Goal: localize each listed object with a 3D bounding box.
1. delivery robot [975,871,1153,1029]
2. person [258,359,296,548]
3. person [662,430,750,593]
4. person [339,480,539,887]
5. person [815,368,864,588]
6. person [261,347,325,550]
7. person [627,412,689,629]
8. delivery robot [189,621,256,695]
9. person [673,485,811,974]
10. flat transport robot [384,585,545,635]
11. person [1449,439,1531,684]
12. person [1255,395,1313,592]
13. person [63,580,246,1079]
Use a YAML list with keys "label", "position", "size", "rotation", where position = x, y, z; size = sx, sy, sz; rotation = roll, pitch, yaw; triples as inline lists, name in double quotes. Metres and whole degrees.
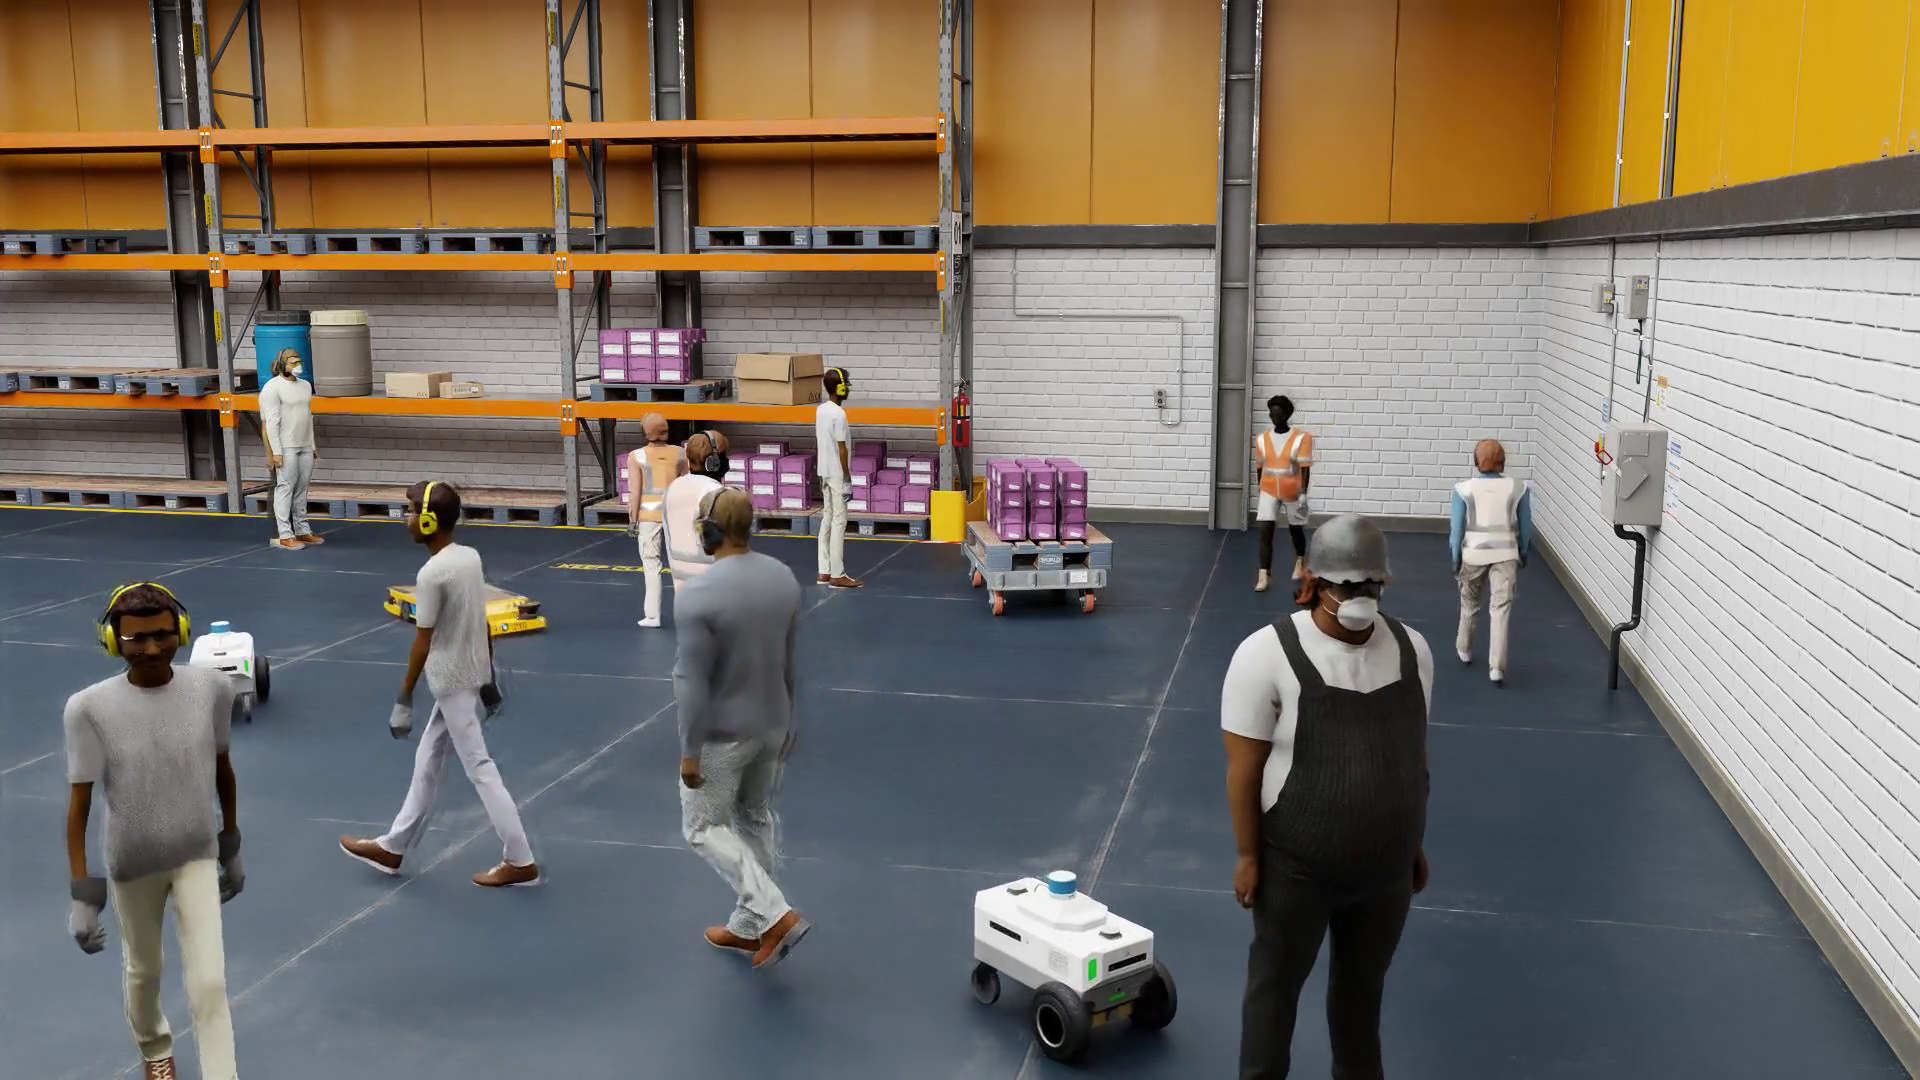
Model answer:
- label: "delivery robot"
  position: [0.369, 1.448, 6.047]
  size: [0.477, 0.478, 0.707]
  rotation: [-7, 12, -37]
- label: "person"
  position: [-6.549, -0.851, 16.124]
  size: [0.328, 1.842, 0.516]
  rotation: [3, 10, 16]
- label: "person"
  position: [-1.381, 0.306, 9.282]
  size: [0.429, 1.844, 0.627]
  rotation: [-9, 13, -43]
- label: "person"
  position: [-2.321, 0.652, 7.308]
  size: [0.957, 1.810, 0.554]
  rotation: [0, 10, 3]
- label: "person"
  position: [-1.045, -0.524, 14.140]
  size: [0.314, 1.861, 0.537]
  rotation: [-5, 11, -29]
- label: "person"
  position: [-6.430, -0.885, 16.050]
  size: [0.372, 1.940, 0.629]
  rotation: [2, 10, 14]
- label: "person"
  position: [-2.270, -0.147, 12.572]
  size: [0.521, 1.636, 0.311]
  rotation: [-7, 12, -36]
- label: "delivery robot"
  position: [-4.525, 0.745, 10.209]
  size: [0.477, 0.478, 0.707]
  rotation: [-4, 10, -21]
- label: "person"
  position: [-0.812, 0.748, 6.436]
  size: [0.567, 1.927, 0.640]
  rotation: [7, 12, 36]
- label: "flat transport robot"
  position: [-3.809, 0.509, 12.723]
  size: [0.652, 0.197, 1.431]
  rotation: [-8, 13, -41]
- label: "person"
  position: [3.532, 0.127, 11.094]
  size: [0.526, 1.591, 0.878]
  rotation: [3, 10, 15]
- label: "person"
  position: [2.762, -0.421, 14.141]
  size: [0.523, 1.655, 0.868]
  rotation: [5, 11, 26]
- label: "person"
  position: [-2.488, 1.017, 5.168]
  size: [0.537, 1.809, 1.020]
  rotation: [-7, 12, -34]
